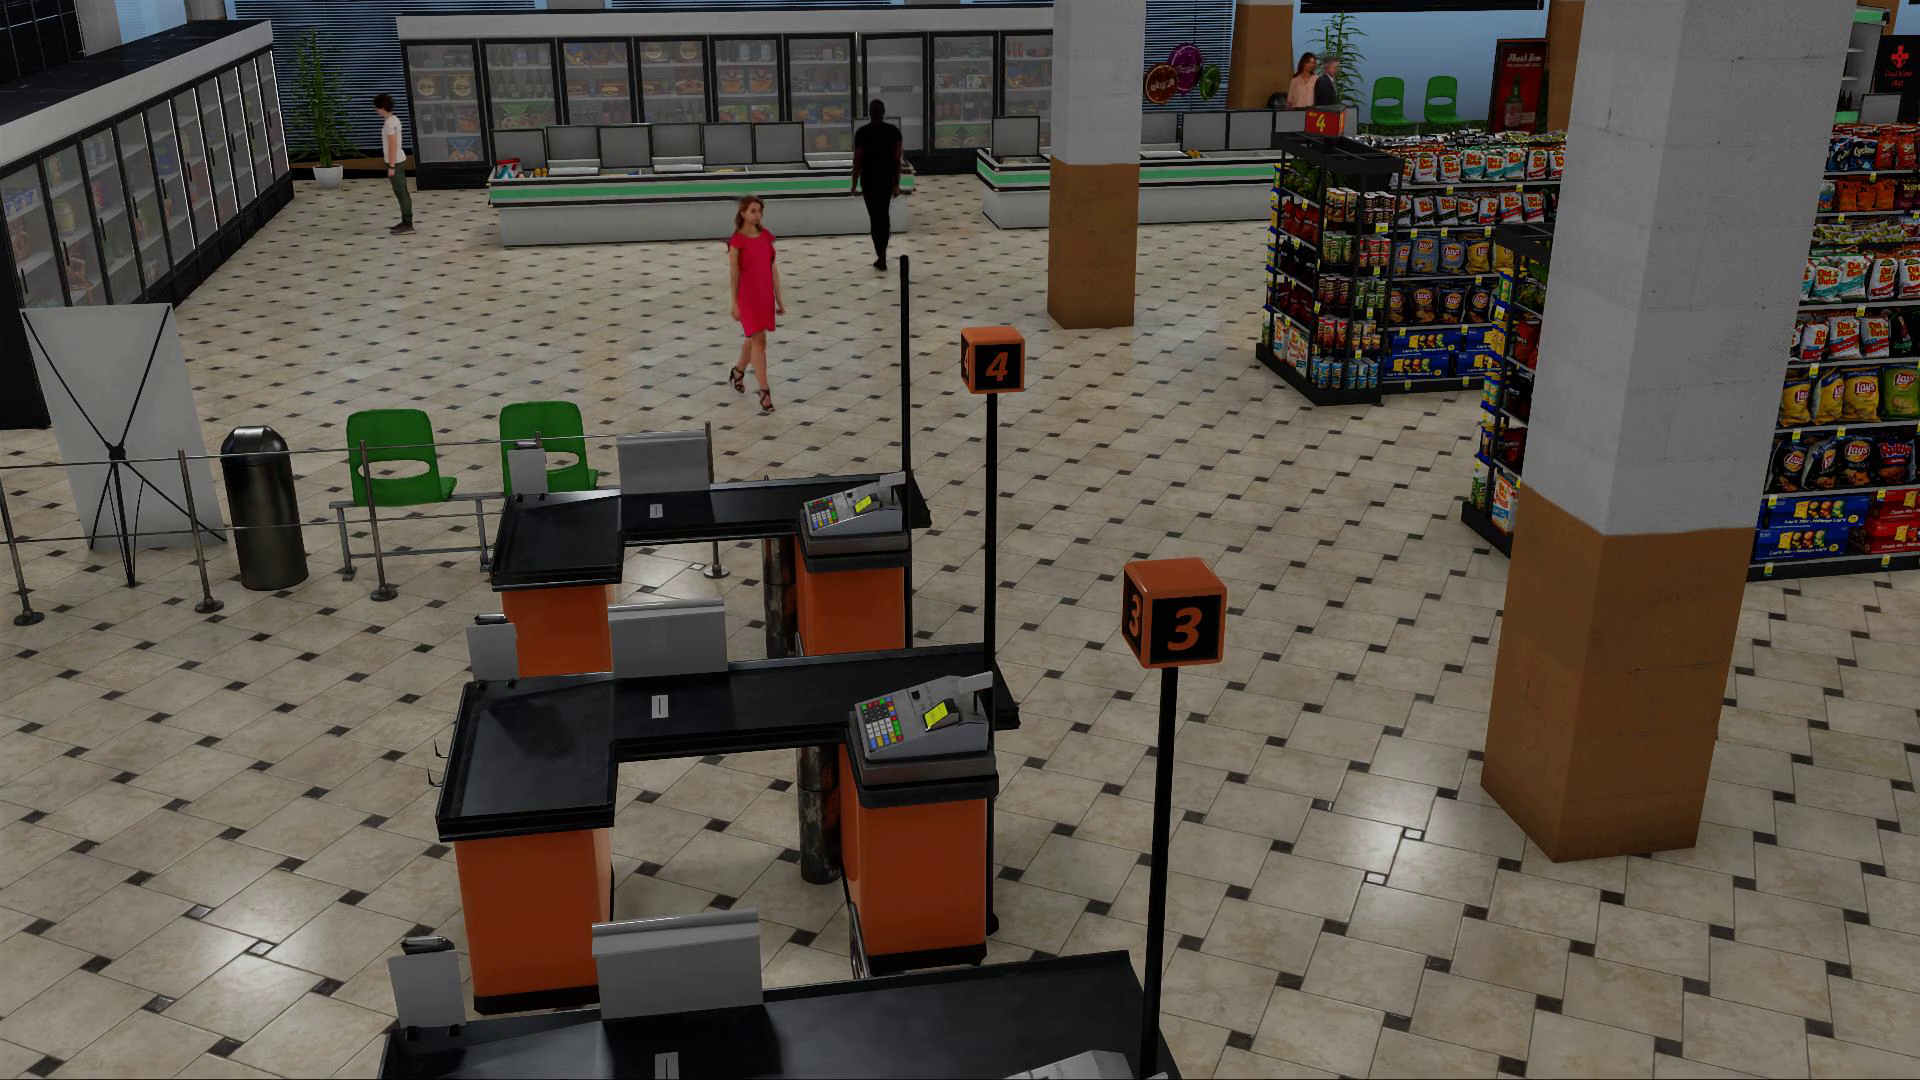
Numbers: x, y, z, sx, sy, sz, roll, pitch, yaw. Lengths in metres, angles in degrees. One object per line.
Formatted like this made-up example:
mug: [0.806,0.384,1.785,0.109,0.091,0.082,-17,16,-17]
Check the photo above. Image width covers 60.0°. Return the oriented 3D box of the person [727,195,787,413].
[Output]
person: [-1.710,-1.953,13.496,0.945,1.715,0.938,-19,29,-39]

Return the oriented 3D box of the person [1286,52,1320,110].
person: [4.772,-5.911,23.318,1.021,1.736,0.673,-2,22,-5]

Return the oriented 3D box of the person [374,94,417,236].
person: [-6.759,-4.510,19.939,0.521,1.655,0.566,-4,22,-9]

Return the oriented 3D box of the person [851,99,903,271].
person: [-0.871,-3.836,18.065,0.894,1.801,0.828,-8,23,-20]

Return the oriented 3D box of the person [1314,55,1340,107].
person: [4.849,-5.642,22.552,1.165,1.806,1.071,8,23,19]
